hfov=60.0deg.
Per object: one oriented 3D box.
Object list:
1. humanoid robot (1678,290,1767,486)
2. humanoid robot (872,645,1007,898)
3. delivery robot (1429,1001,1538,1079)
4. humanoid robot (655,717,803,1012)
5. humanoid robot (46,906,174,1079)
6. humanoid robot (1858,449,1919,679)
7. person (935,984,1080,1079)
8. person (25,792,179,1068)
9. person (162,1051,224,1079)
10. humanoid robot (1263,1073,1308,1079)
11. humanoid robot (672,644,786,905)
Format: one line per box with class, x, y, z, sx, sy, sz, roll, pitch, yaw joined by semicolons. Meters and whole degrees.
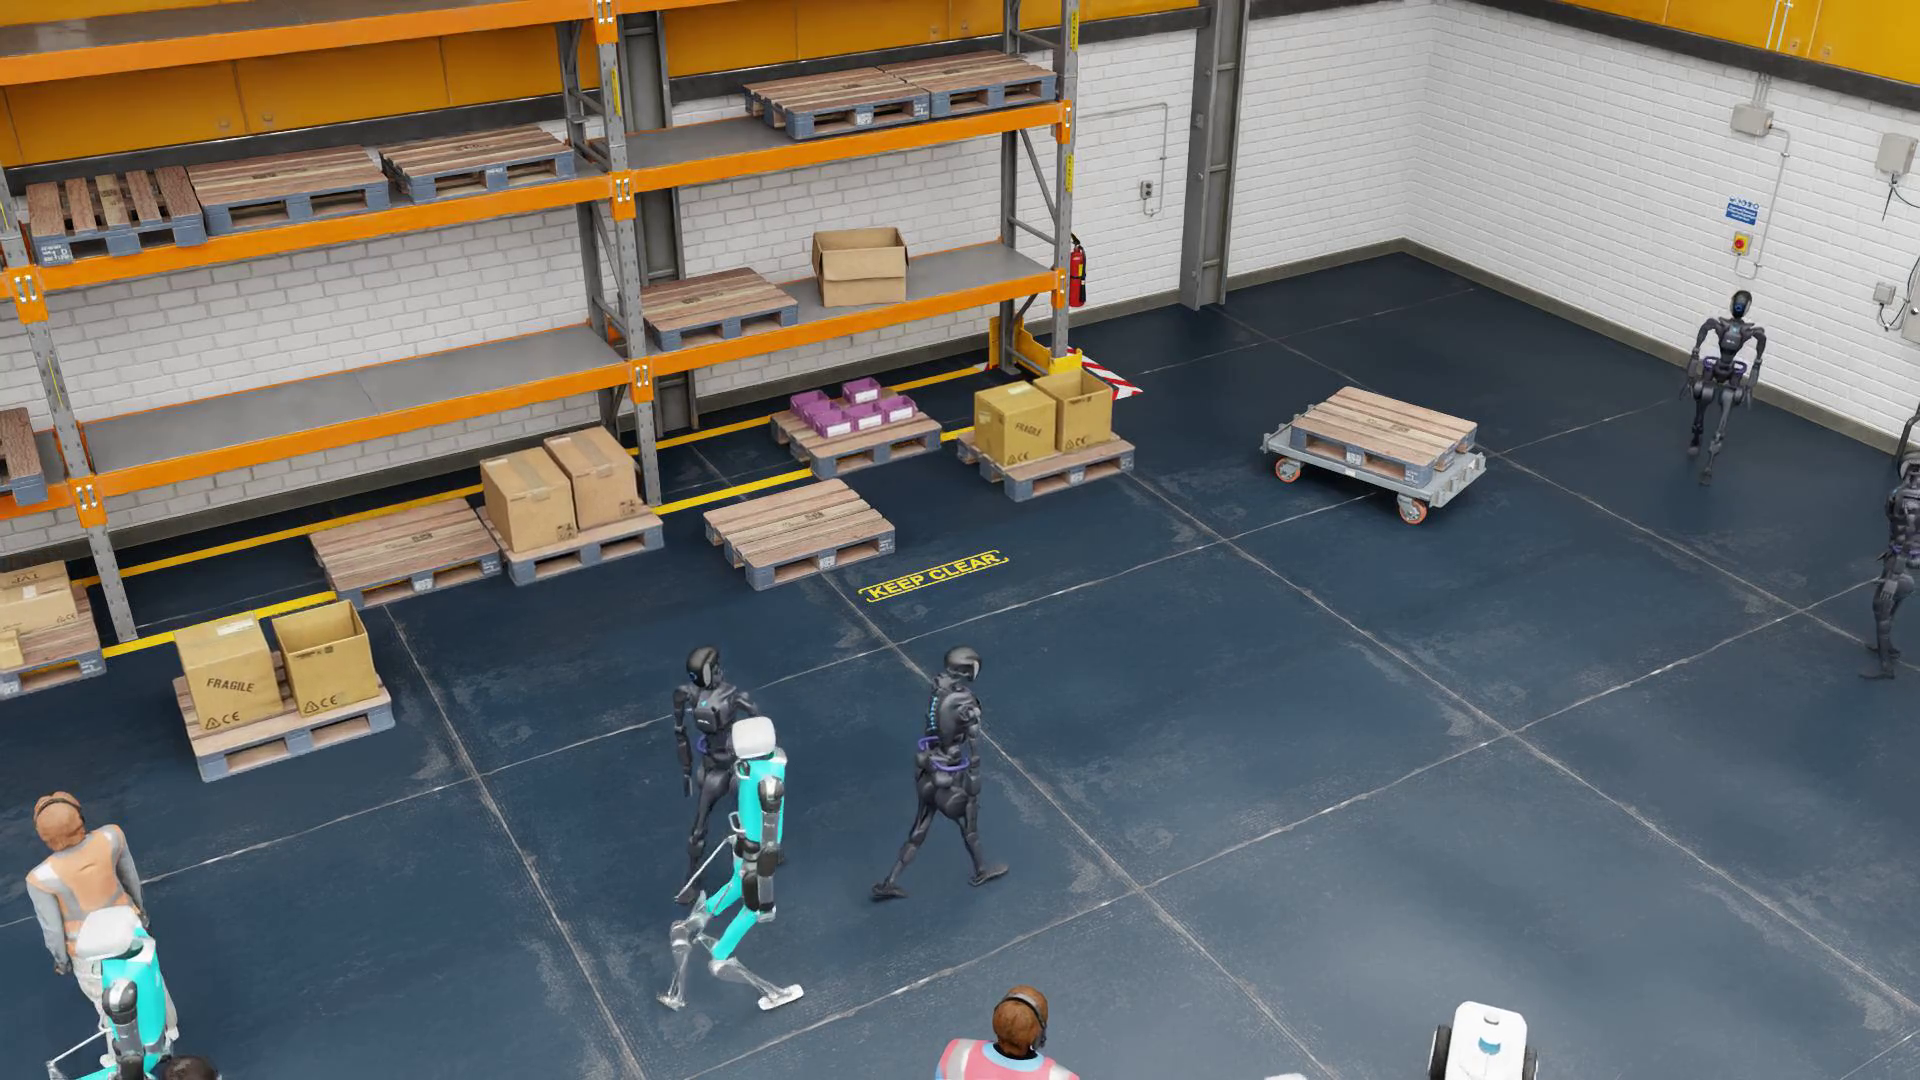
humanoid robot;6.387;-1.335;13.957;0.586;1.639;0.767;13;32;22
humanoid robot;-0.108;1.324;9.272;0.799;1.623;0.605;-16;33;-25
delivery robot;2.535;2.605;8.070;0.499;0.592;0.774;10;31;18
humanoid robot;-1.297;1.751;8.440;0.916;1.809;0.558;-8;30;-14
humanoid robot;-3.744;2.349;7.336;1.055;1.736;0.564;-7;30;-13
humanoid robot;6.377;0.147;11.289;0.386;1.638;0.609;13;32;21
person;0.215;2.564;6.854;0.629;1.836;0.431;10;31;17
person;-4.212;1.934;8.157;0.313;1.636;0.513;16;33;26
person;-2.808;2.744;6.480;0.543;1.877;0.408;-14;32;-23
humanoid robot;1.436;2.758;6.648;1.033;1.775;0.542;-13;32;-22
humanoid robot;-1.297;1.294;9.310;0.612;1.635;0.596;9;31;15
